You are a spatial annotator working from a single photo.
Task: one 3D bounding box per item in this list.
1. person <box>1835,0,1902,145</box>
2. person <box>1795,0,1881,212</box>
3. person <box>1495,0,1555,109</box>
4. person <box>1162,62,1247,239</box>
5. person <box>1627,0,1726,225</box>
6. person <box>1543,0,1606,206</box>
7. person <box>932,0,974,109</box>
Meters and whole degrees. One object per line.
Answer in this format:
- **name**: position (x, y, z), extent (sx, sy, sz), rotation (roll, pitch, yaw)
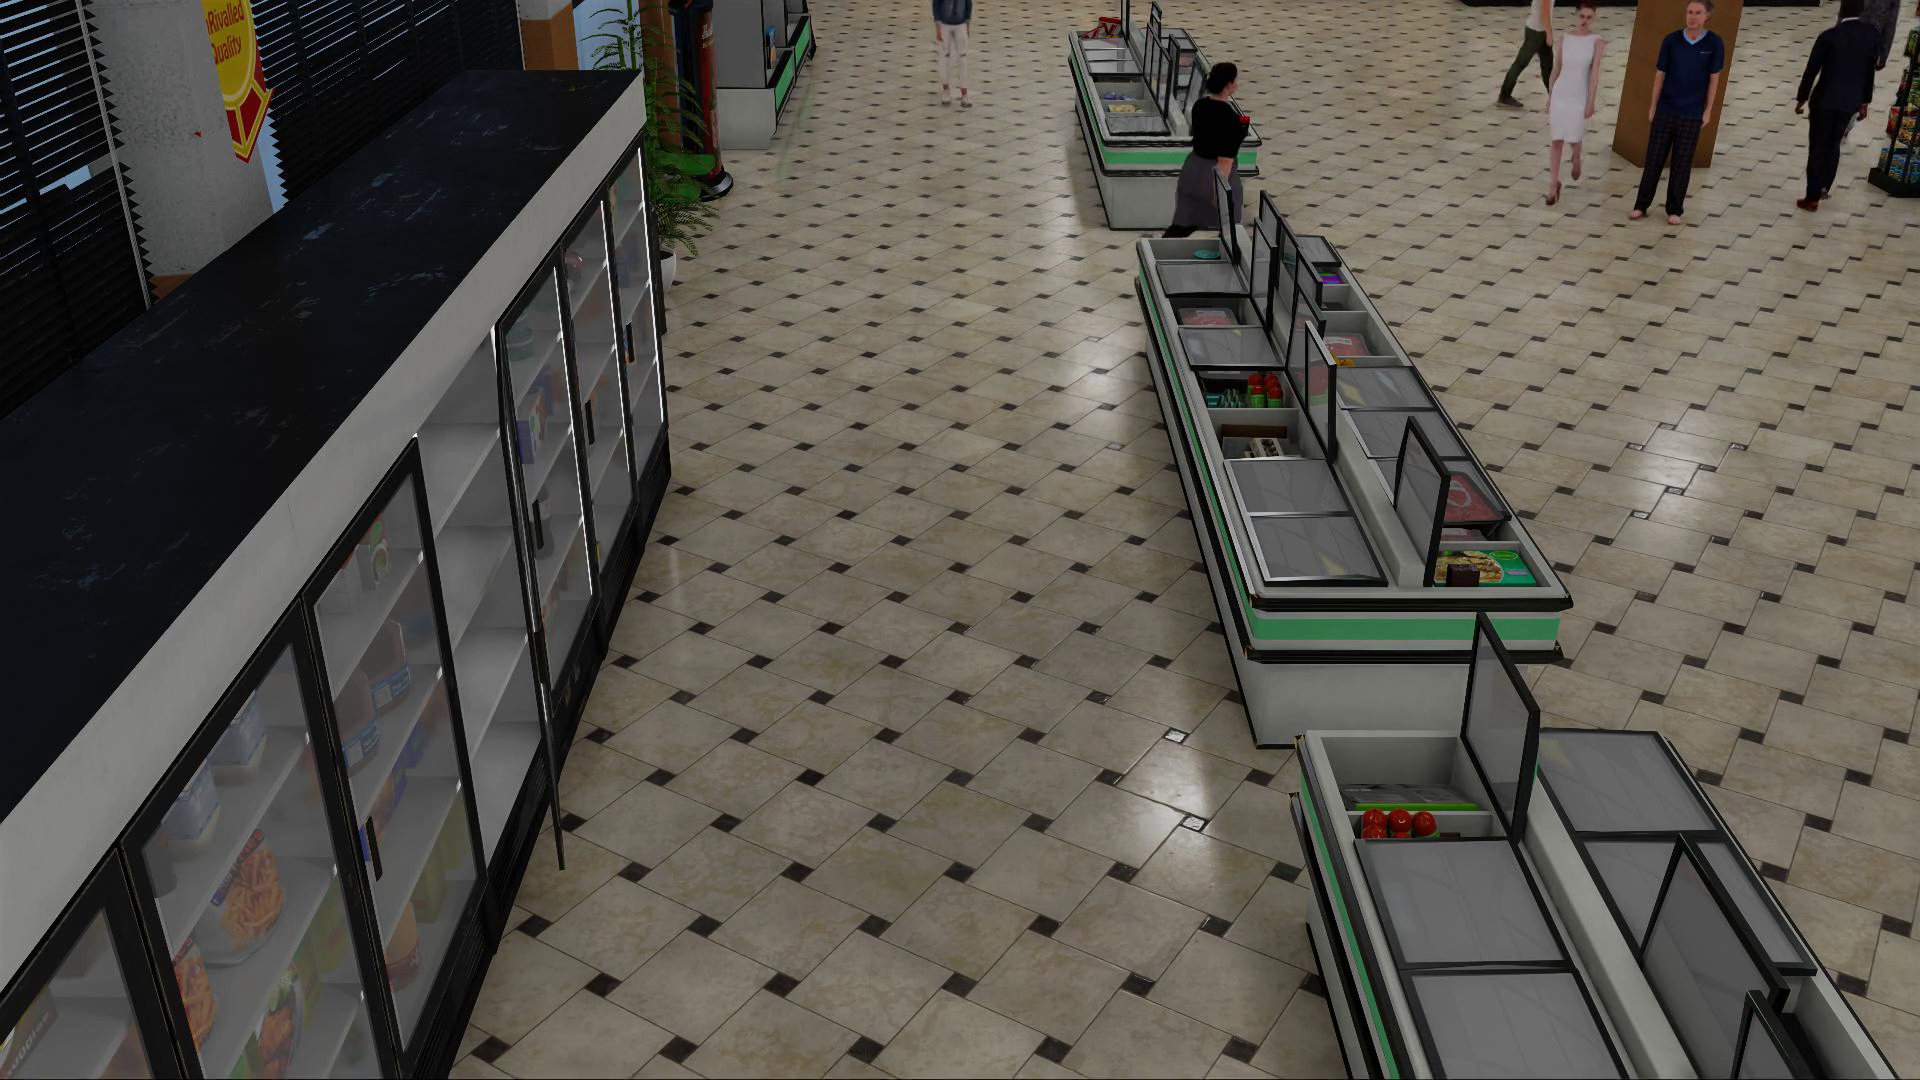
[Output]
- **person**: position (8.742, -4.727, 16.208), extent (1.015, 1.817, 1.186), rotation (15, 30, 27)
- **person**: position (7.502, -3.705, 14.201), extent (0.734, 1.811, 0.665), rotation (2, 27, 3)
- **person**: position (6.087, -5.415, 17.790), extent (0.910, 1.613, 1.077), rotation (10, 29, 19)
- **person**: position (1.705, -2.524, 11.969), extent (1.117, 1.722, 1.147), rotation (-17, 32, -31)
- **person**: position (6.023, -3.596, 13.919), extent (0.737, 1.871, 0.714), rotation (13, 30, 25)
- **person**: position (5.344, -3.809, 14.436), extent (0.812, 1.783, 0.905), rotation (17, 32, 30)
- **person**: position (-0.119, -5.548, 17.992), extent (0.727, 1.669, 0.991), rotation (-5, 27, -9)
